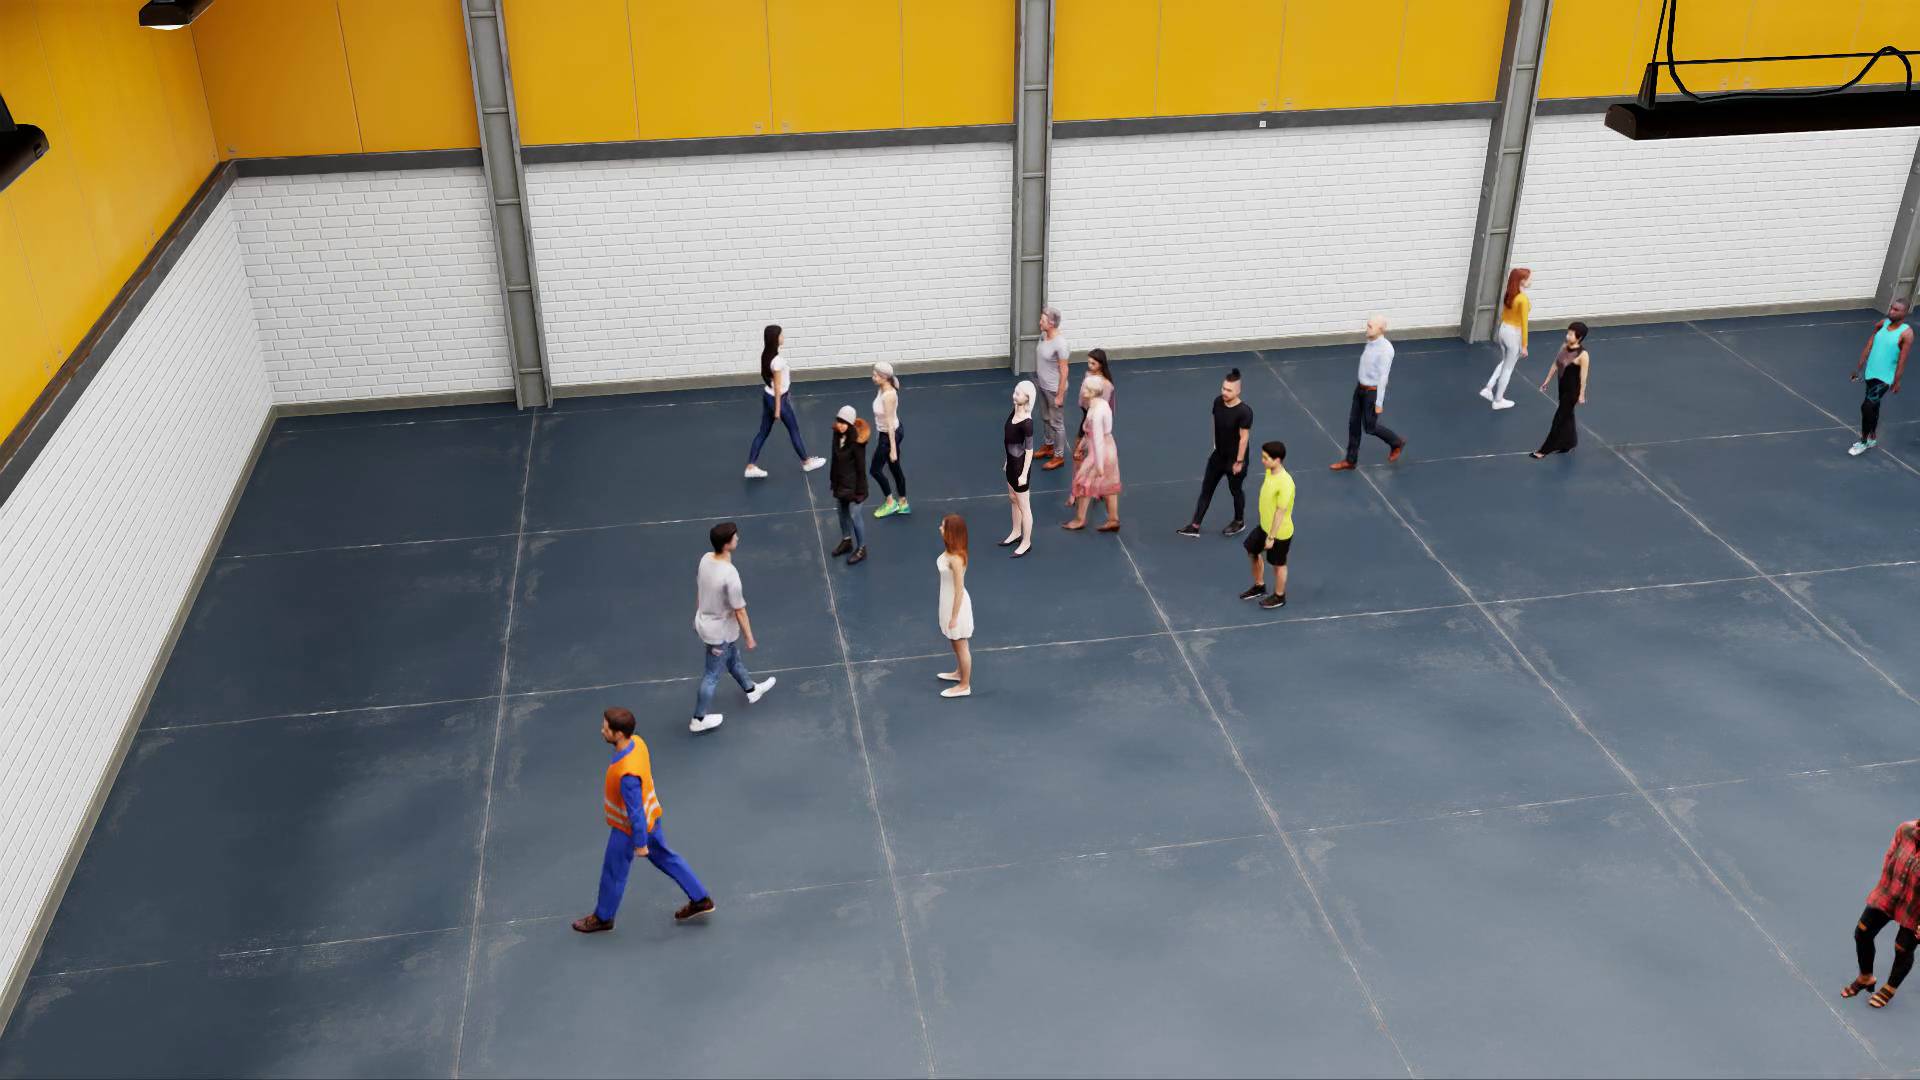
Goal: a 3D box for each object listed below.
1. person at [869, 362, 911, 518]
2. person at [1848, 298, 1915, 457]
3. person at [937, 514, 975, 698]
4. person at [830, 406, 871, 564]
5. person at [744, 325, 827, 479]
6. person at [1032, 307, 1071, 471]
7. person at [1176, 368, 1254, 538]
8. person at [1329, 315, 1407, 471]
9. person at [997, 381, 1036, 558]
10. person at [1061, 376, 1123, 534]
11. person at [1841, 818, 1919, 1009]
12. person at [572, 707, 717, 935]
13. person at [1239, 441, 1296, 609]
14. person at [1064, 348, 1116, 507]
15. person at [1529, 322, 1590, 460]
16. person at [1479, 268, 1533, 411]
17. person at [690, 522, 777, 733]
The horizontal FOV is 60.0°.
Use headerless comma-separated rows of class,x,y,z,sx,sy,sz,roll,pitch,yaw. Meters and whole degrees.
person,-0.622,-1.022,16.966,0.648,1.687,0.656,-3,29,-6
person,10.212,-1.810,18.299,0.746,1.794,0.636,-7,29,-13
person,-0.034,0.542,14.074,0.559,1.711,0.580,-1,29,-2
person,-1.069,-0.557,16.176,0.779,1.629,0.742,-25,37,-38
person,-2.040,-1.429,17.668,1.198,1.731,0.808,-12,31,-20
person,1.011,-1.664,17.996,0.644,1.828,0.737,-11,31,-20
person,2.747,-0.870,16.532,1.155,1.837,0.971,-18,33,-29
person,4.469,-1.560,17.862,1.065,1.773,0.688,-7,29,-13
person,0.578,-0.705,16.239,0.573,1.827,0.621,-11,30,-19
person,1.487,-0.822,16.620,0.928,1.668,0.804,7,29,13
person,6.201,2.345,10.793,0.713,1.687,0.705,-12,31,-21
person,-2.127,1.943,11.397,1.242,1.816,0.767,-3,29,-6
person,2.983,-0.148,15.359,0.689,1.693,0.664,-9,30,-17
person,1.478,-1.165,17.133,0.944,1.779,0.846,-18,33,-29
person,6.736,-1.636,18.212,0.917,1.572,0.623,-6,29,-11
person,6.306,-2.317,19.286,0.702,1.740,0.636,-9,30,-15
person,-2.052,0.744,13.565,1.215,1.845,0.993,-20,34,-32
